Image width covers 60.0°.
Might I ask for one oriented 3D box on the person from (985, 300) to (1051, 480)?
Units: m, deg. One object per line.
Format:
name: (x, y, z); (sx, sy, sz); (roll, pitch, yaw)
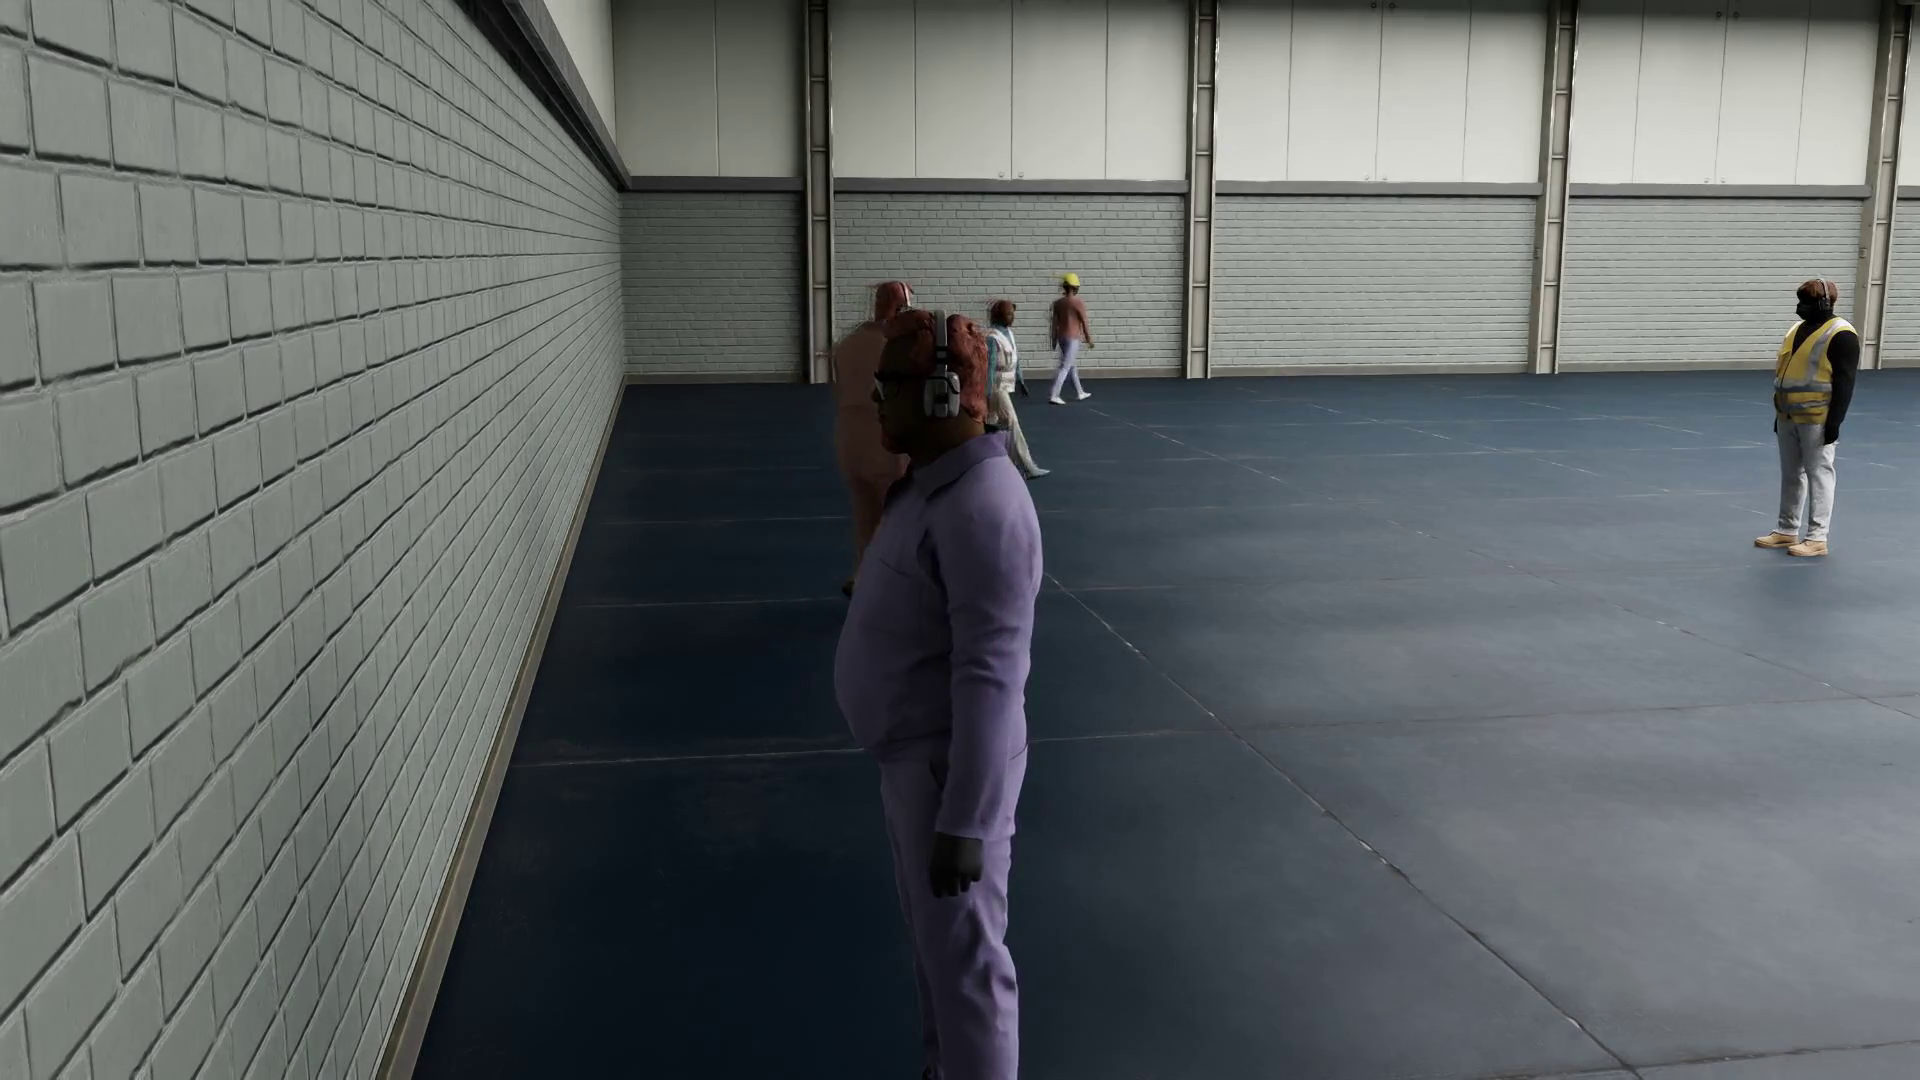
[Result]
person: (0.386, -1.327, 14.764); (0.859, 1.592, 0.525); (3, 10, 16)

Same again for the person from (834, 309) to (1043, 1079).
person: (-0.055, 0.481, 3.458); (0.409, 1.907, 0.650); (-2, 10, -10)

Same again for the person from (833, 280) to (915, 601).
person: (-0.449, -0.463, 9.005); (0.651, 1.879, 0.535); (8, 13, 39)

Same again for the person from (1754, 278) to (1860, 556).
person: (5.667, -0.819, 11.134); (0.429, 1.843, 0.632); (-2, 10, -10)

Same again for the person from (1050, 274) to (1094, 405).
person: (1.478, -2.664, 22.125); (0.923, 1.718, 0.527); (-8, 13, -40)
